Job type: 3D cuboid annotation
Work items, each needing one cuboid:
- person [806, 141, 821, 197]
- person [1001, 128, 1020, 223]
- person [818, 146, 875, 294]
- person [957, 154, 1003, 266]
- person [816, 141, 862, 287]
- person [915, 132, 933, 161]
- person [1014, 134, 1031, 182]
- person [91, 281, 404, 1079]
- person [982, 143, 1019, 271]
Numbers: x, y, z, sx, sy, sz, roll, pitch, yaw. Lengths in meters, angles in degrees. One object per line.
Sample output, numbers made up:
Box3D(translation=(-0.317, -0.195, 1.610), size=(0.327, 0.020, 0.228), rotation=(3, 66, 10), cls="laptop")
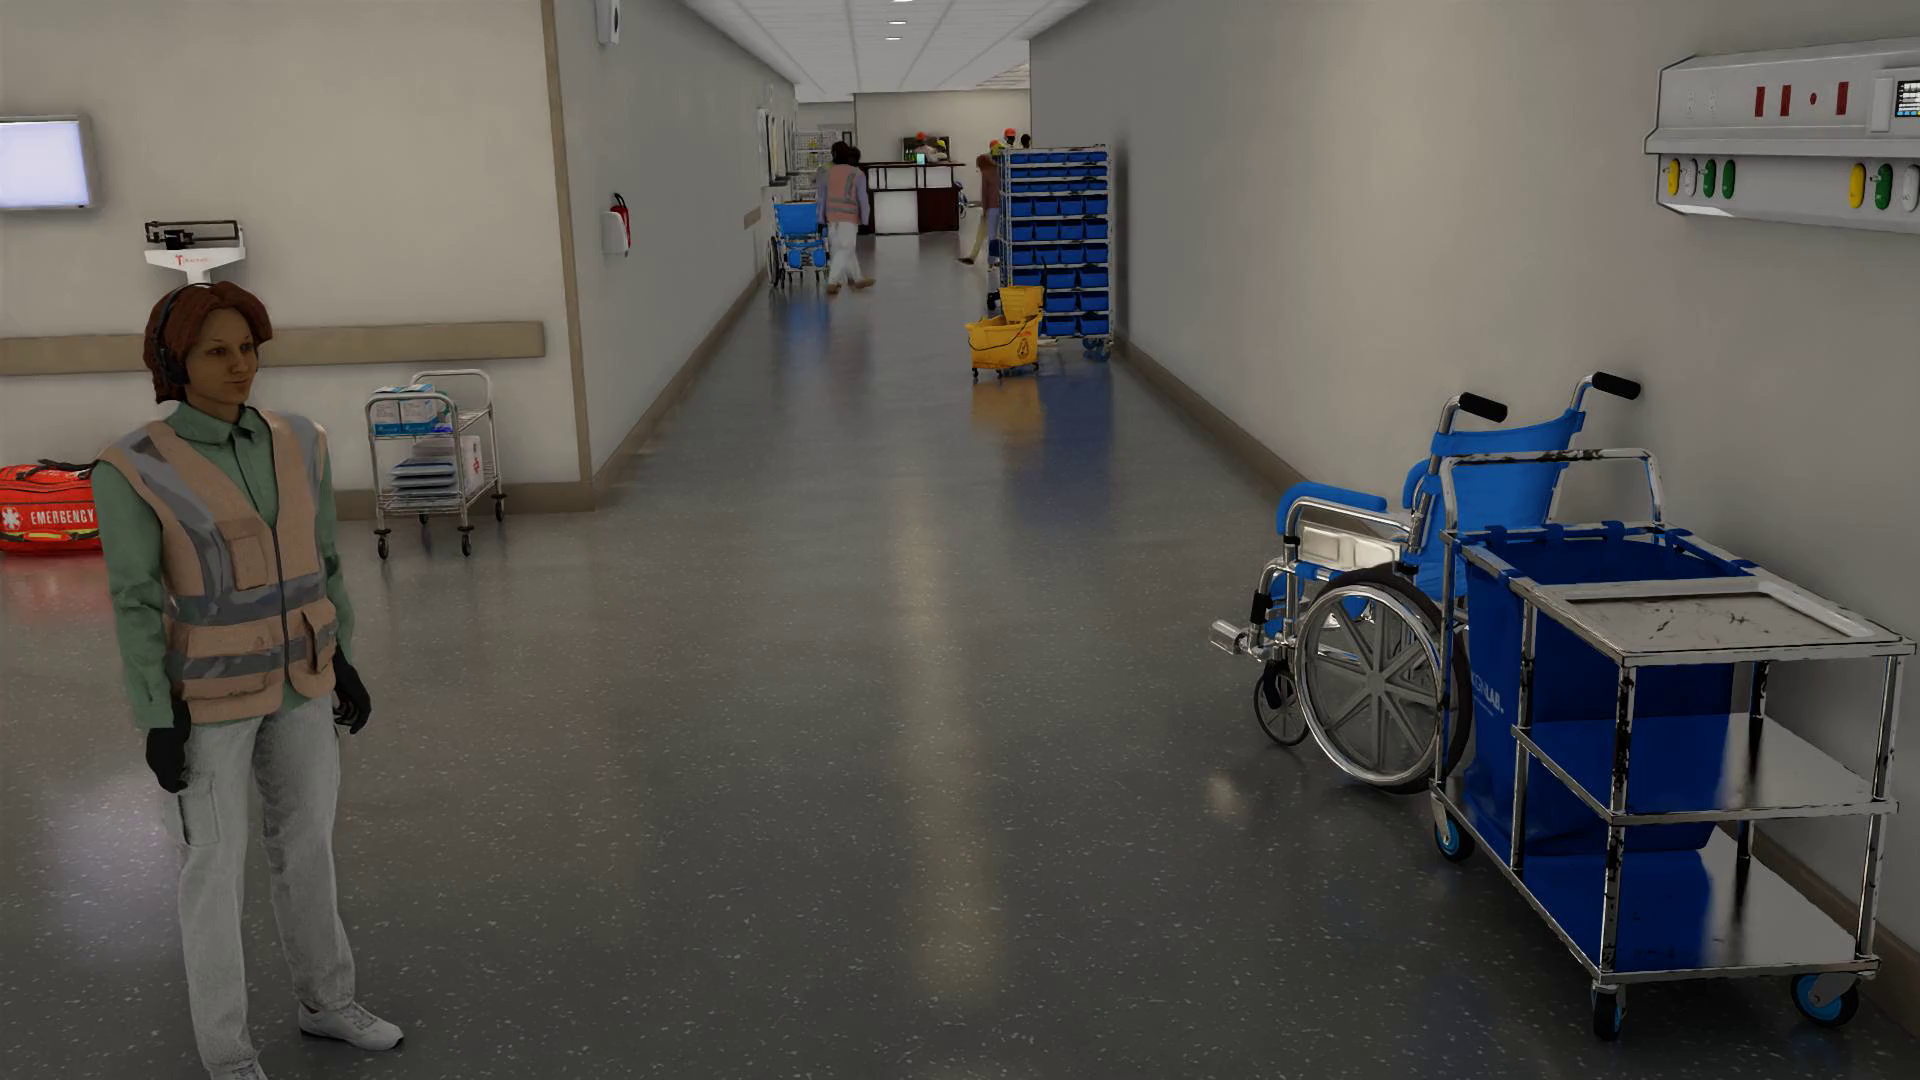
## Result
Box3D(translation=(-3.827, -9.535, 43.659), size=(0.404, 1.833, 0.590), rotation=(-3, 14, -5), cls="person")
Box3D(translation=(1.055, -7.653, 35.005), size=(0.610, 1.996, 0.378), rotation=(-11, 16, -33), cls="person")
Box3D(translation=(-1.423, -3.938, 20.505), size=(0.680, 1.780, 0.971), rotation=(9, 17, 36), cls="person")
Box3D(translation=(0.317, -4.708, 23.822), size=(0.804, 1.593, 0.547), rotation=(-2, 14, -2), cls="person")
Box3D(translation=(-1.507, -4.169, 21.315), size=(0.627, 1.844, 0.429), rotation=(-11, 16, -33), cls="person")
Box3D(translation=(-0.905, -8.718, 39.652), size=(0.617, 1.969, 0.679), rotation=(10, 18, 40), cls="person")
Box3D(translation=(1.302, -6.999, 32.564), size=(0.532, 1.864, 0.312), rotation=(1, 14, 11), cls="person")
Box3D(translation=(-1.405, 0.315, 3.292), size=(0.307, 1.641, 0.513), rotation=(6, 15, 28), cls="person")
Box3D(translation=(0.561, -4.589, 22.977), size=(0.522, 1.758, 0.349), rotation=(0, 14, 6), cls="person")
